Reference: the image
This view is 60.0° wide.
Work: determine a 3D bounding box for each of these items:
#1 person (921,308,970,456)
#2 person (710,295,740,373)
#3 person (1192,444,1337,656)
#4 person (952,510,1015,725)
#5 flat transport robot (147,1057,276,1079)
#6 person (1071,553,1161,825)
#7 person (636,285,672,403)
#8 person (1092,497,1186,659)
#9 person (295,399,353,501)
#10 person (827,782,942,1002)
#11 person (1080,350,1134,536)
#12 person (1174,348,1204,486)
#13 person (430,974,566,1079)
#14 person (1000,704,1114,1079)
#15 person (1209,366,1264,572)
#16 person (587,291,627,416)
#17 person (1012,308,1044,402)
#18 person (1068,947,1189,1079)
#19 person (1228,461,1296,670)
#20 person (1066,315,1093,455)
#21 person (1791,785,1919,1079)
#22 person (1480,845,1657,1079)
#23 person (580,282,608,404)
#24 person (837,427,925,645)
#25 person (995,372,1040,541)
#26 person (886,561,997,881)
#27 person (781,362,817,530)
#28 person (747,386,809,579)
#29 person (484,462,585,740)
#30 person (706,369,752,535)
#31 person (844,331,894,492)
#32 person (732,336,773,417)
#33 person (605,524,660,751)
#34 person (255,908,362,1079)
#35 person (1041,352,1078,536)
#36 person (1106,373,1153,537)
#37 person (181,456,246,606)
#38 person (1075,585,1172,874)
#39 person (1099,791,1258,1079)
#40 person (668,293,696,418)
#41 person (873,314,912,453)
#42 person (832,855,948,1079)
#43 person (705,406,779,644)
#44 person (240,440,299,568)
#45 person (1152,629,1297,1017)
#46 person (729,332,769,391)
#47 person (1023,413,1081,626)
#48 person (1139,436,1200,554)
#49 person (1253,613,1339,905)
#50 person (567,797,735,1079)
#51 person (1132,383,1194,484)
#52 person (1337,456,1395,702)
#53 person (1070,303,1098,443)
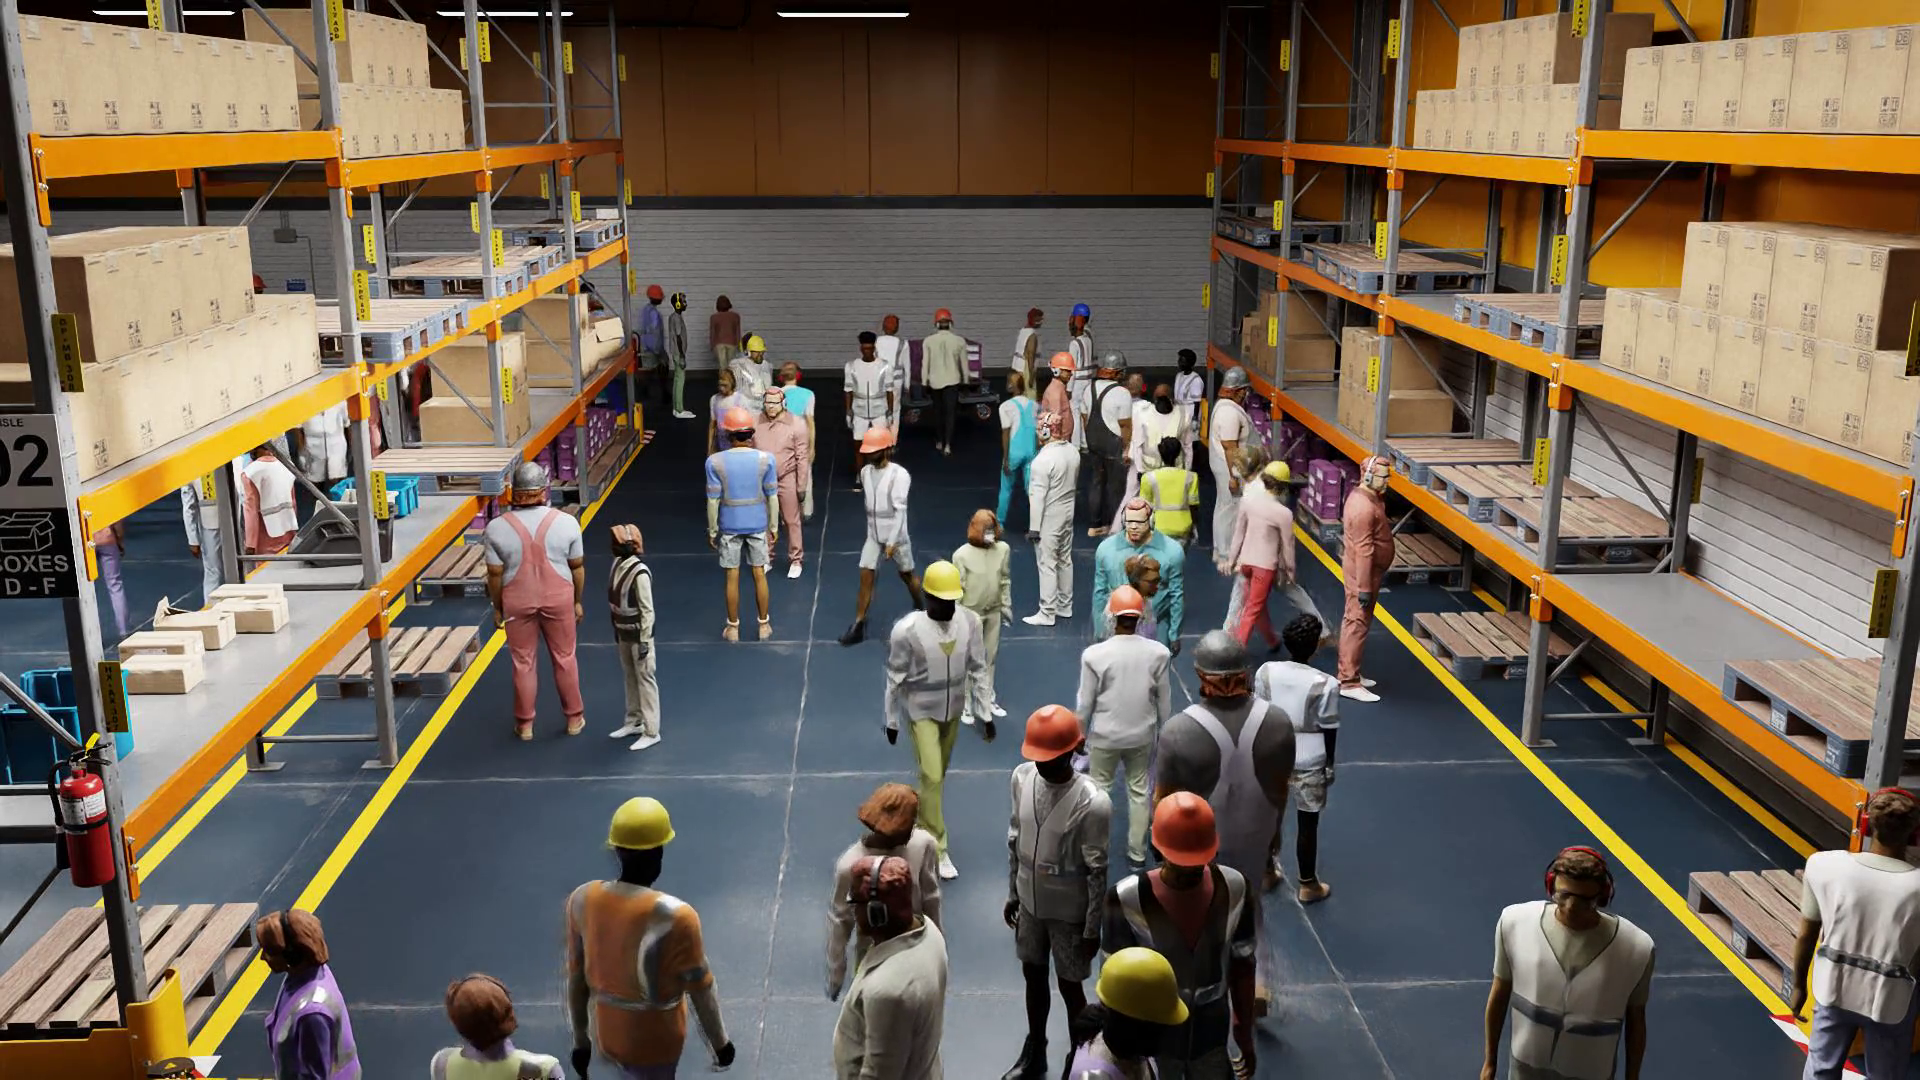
[{"bbox_3d":[-0.204,-2.100,22.197,0.651,1.959,0.984,1,14,4],"label":"person"},{"bbox_3d":[-3.814,-3.179,27.076,0.496,1.606,0.762,-4,15,-15],"label":"person"},{"bbox_3d":[2.585,0.104,13.736,1.179,1.851,0.653,2,14,7],"label":"person"},{"bbox_3d":[0.170,0.561,12.353,0.515,1.617,0.335,-8,16,-29],"label":"person"},{"bbox_3d":[-3.357,2.628,6.929,0.652,0.197,1.431,0,14,2],"label":"flat transport robot"},{"bbox_3d":[1.006,0.941,10.501,0.819,1.817,0.503,9,17,33],"label":"person"},{"bbox_3d":[-4.726,-3.063,26.044,0.569,1.889,0.577,-7,16,-24],"label":"person"},{"bbox_3d":[1.227,0.629,11.540,0.644,1.900,0.399,4,15,14],"label":"person"},{"bbox_3d":[-6.820,-0.999,17.866,0.596,1.934,0.857,-6,15,-22],"label":"person"},{"bbox_3d":[-0.344,1.834,7.346,0.604,1.625,0.333,-9,17,-33],"label":"person"},{"bbox_3d":[1.628,-1.014,17.700,0.536,2.000,0.684,-11,18,-37],"label":"person"},{"bbox_3d":[2.772,-1.494,20.286,0.320,1.690,0.536,-6,16,-23],"label":"person"},{"bbox_3d":[-1.518,2.241,5.796,0.559,1.606,0.437,6,15,21],"label":"person"},{"bbox_3d":[0.415,1.645,7.503,0.549,1.926,0.388,13,19,41],"label":"person"},{"bbox_3d":[2.744,-0.715,16.527,0.538,2.000,0.689,1,14,3],"label":"person"},{"bbox_3d":[-5.228,-2.656,24.146,0.755,2.000,0.934,5,15,20],"label":"person"},{"bbox_3d":[0.920,-2.360,23.426,0.439,1.827,0.749,-3,15,-12],"label":"person"},{"bbox_3d":[0.520,2.187,5.391,0.391,1.915,0.592,3,15,12],"label":"person"},{"bbox_3d":[2.513,0.199,13.572,0.905,1.708,0.540,-11,18,-36],"label":"person"},{"bbox_3d":[1.567,-2.058,22.130,0.369,1.879,0.584,7,16,27],"label":"person"},{"bbox_3d":[3.656,1.886,6.727,0.562,1.836,0.388,12,18,38],"label":"person"},{"bbox_3d":[2.276,1.993,6.292,0.572,1.840,0.373,6,16,23],"label":"person"},{"bbox_3d":[-5.743,-3.099,26.161,0.390,1.911,0.585,-8,16,-27],"label":"person"},{"bbox_3d":[-0.635,-0.060,14.300,0.547,1.880,1.024,10,18,35],"label":"person"},{"bbox_3d":[0.623,-0.892,17.744,0.534,1.798,0.883,-8,16,-28],"label":"person"},{"bbox_3d":[-0.096,1.045,9.915,0.600,1.893,0.878,-9,17,-31],"label":"person"},{"bbox_3d":[-1.835,-1.053,18.335,0.568,1.793,0.834,2,14,9],"label":"person"},{"bbox_3d":[-1.788,-0.557,16.205,0.643,1.901,0.397,5,15,18],"label":"person"},{"bbox_3d":[-3.060,0.430,12.031,0.681,2.000,0.536,-4,15,-14],"label":"person"},{"bbox_3d":[-2.513,-0.951,17.935,0.564,1.787,0.903,8,17,30],"label":"person"},{"bbox_3d":[-1.088,-1.533,19.914,0.607,1.958,0.380,0,14,2],"label":"person"},{"bbox_3d":[-2.490,-1.587,20.363,0.403,1.833,0.586,13,19,42],"label":"person"},{"bbox_3d":[-2.325,0.680,11.846,0.315,1.641,0.514,-10,17,-33],"label":"person"},{"bbox_3d":[-2.390,2.125,6.198,0.318,1.631,0.524,-7,16,-25],"label":"person"},{"bbox_3d":[1.056,-1.025,17.845,0.392,1.990,0.611,1,14,3],"label":"person"},{"bbox_3d":[1.815,-0.868,17.628,0.577,1.793,0.946,11,18,37],"label":"person"},{"bbox_3d":[-6.397,-0.090,14.344,0.398,1.909,0.600,9,17,30],"label":"person"},{"bbox_3d":[0.962,1.125,9.902,0.593,1.741,0.383,-5,15,-18],"label":"person"},{"bbox_3d":[0.834,1.895,6.315,0.614,2.029,0.409,-3,15,-11],"label":"person"},{"bbox_3d":[-4.184,-2.765,24.913,0.322,1.871,0.531,-5,15,-18],"label":"person"},{"bbox_3d":[-0.948,-2.088,22.236,0.612,1.870,0.408,2,14,7],"label":"person"},{"bbox_3d":[-0.257,2.034,6.031,0.403,1.897,0.654,2,14,9],"label":"person"},{"bbox_3d":[-1.854,-0.126,14.196,0.615,2.047,0.356,-3,15,-13],"label":"person"},{"bbox_3d":[-5.856,-0.048,14.177,0.401,1.909,0.599,4,15,14],"label":"person"},{"bbox_3d":[1.272,1.414,8.167,0.709,2.000,0.598,-2,14,-8],"label":"person"},{"bbox_3d":[-2.572,-1.615,20.408,0.528,1.869,0.320,-2,14,-8],"label":"person"},{"bbox_3d":[0.799,-0.188,14.743,0.399,1.900,0.644,9,17,33],"label":"person"},{"bbox_3d":[1.863,-0.107,14.909,0.539,1.649,0.818,-1,14,-6],"label":"person"},{"bbox_3d":[1.914,1.245,9.517,0.536,1.696,0.322,11,18,38],"label":"person"},{"bbox_3d":[-1.202,1.908,6.557,0.609,1.879,0.948,9,17,30],"label":"person"},{"bbox_3d":[2.091,-0.746,17.178,0.637,1.800,0.988,2,14,9],"label":"person"},{"bbox_3d":[3.149,0.285,12.871,0.401,1.904,0.651,3,15,10],"label":"person"},{"bbox_3d":[1.701,-2.279,22.855,0.402,1.944,0.605,4,15,14],"label":"person"}]
